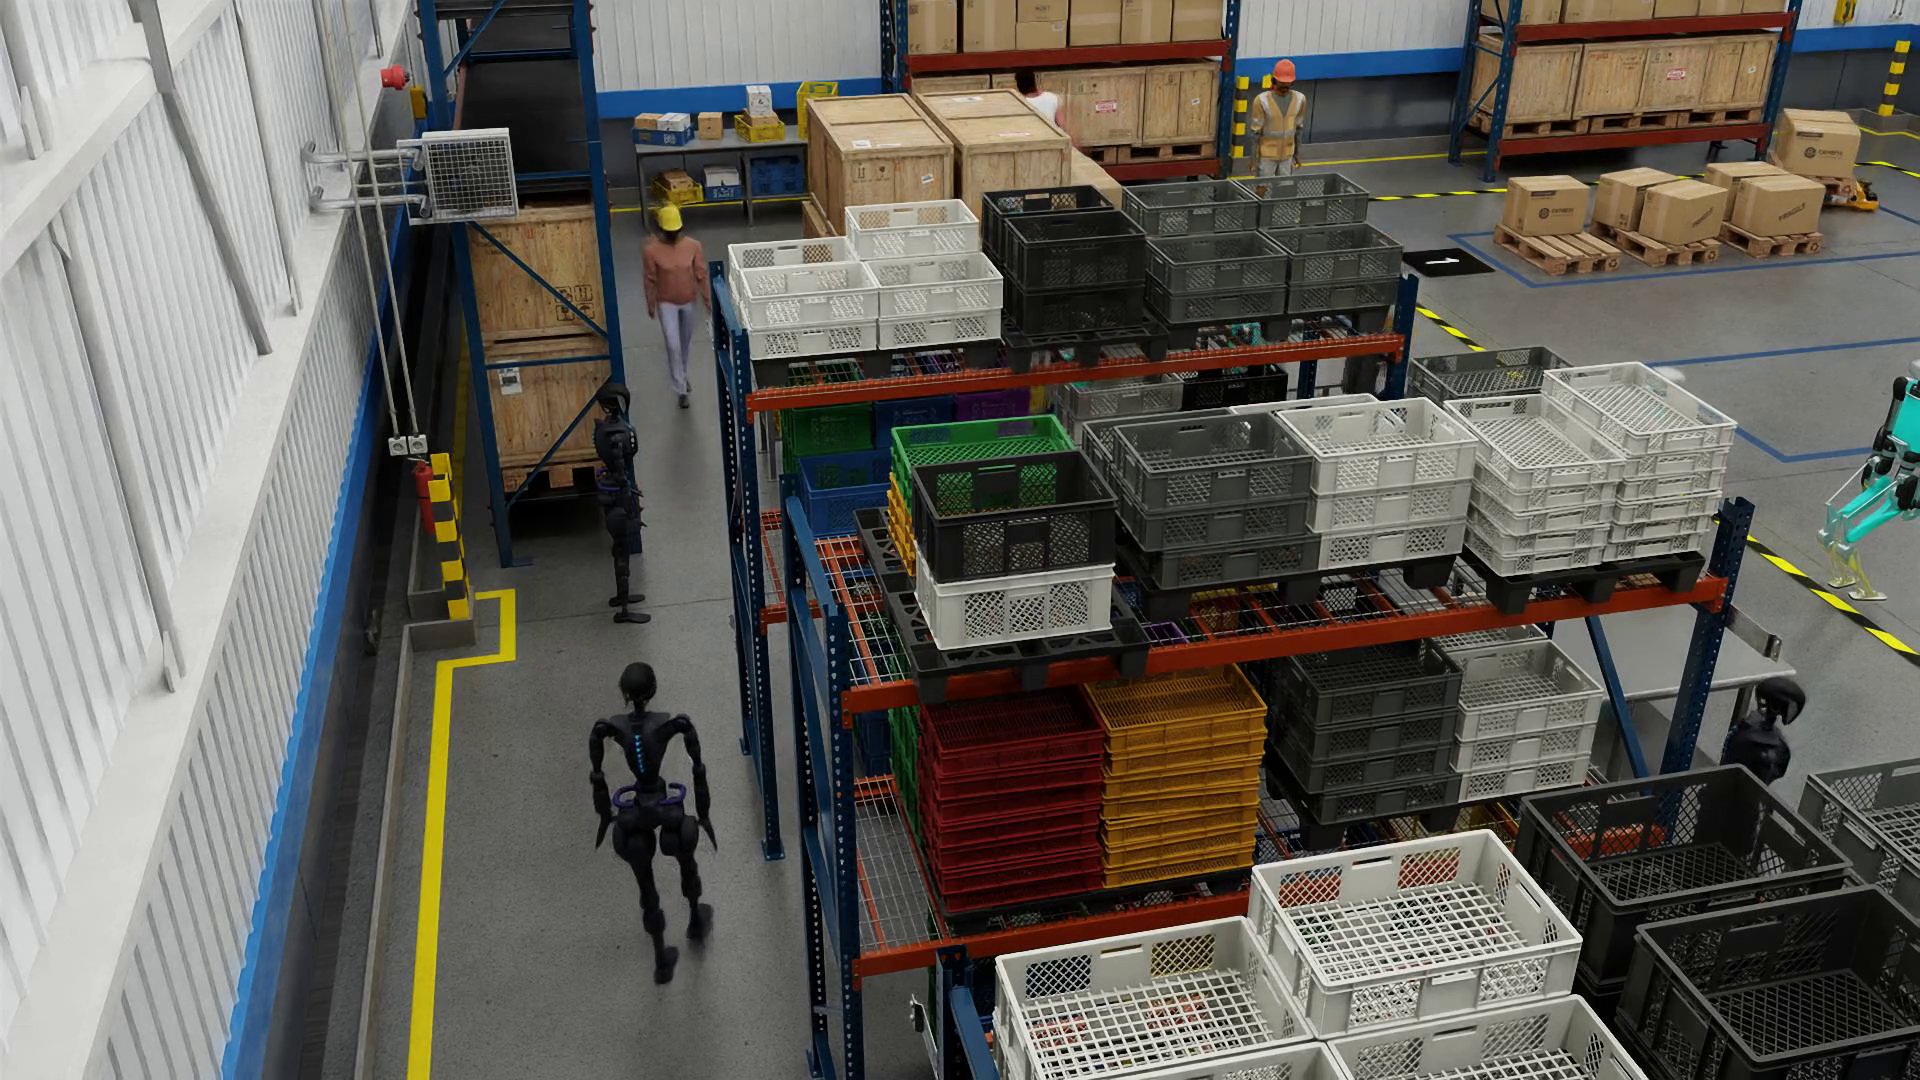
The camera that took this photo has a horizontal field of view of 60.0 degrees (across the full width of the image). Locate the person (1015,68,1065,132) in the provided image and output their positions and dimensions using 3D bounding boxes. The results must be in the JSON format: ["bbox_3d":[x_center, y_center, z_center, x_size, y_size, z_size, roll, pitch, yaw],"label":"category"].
[{"bbox_3d":[0.915,-4.279,18.450,0.751,1.870,0.412,-13,30,-23],"label":"person"}]

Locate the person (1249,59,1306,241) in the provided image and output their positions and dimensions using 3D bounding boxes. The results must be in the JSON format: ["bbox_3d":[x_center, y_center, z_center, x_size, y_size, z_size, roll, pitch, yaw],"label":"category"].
[{"bbox_3d":[3.452,-4.203,18.122,0.613,2.039,0.386,-6,28,-12],"label":"person"}]

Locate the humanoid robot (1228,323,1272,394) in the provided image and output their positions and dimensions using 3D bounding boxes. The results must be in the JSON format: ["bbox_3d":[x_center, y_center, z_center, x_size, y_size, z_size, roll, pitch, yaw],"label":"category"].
[{"bbox_3d":[2.395,-1.011,12.429,0.913,1.808,0.551,1,28,3],"label":"humanoid robot"}]

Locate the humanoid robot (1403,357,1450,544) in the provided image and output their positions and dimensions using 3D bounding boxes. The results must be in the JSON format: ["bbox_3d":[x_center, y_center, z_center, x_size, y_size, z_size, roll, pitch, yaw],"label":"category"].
[{"bbox_3d":[3.156,-0.532,11.549,0.587,1.645,0.411,3,28,6],"label":"humanoid robot"}]

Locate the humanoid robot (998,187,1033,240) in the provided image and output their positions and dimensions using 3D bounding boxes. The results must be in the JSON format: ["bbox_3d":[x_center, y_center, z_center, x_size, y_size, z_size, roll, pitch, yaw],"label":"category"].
[{"bbox_3d":[0.229,-2.121,14.608,0.783,1.888,0.544,-12,30,-22],"label":"humanoid robot"}]

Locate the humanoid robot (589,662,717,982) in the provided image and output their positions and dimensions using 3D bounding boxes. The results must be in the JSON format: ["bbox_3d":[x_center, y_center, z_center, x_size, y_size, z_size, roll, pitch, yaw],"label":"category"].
[{"bbox_3d":[-1.479,1.333,8.020,0.592,1.641,0.541,-1,28,-2],"label":"humanoid robot"}]

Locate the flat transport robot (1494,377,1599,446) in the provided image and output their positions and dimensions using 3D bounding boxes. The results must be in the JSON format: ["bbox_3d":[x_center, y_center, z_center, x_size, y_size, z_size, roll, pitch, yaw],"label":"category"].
[{"bbox_3d":[4.780,-1.036,14.013,0.659,0.231,1.431,-6,28,-12],"label":"flat transport robot"}]

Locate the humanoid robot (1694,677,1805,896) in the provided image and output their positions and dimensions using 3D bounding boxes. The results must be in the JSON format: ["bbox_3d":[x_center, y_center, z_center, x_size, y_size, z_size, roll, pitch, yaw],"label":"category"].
[{"bbox_3d":[3.624,1.360,7.961,0.462,1.647,0.597,9,29,16],"label":"humanoid robot"}]

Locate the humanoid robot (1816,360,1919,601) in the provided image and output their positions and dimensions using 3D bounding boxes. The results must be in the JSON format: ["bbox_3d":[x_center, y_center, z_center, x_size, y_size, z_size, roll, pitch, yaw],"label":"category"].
[{"bbox_3d":[6.067,-0.380,11.052,0.735,1.674,0.533,-6,28,-12],"label":"humanoid robot"}]

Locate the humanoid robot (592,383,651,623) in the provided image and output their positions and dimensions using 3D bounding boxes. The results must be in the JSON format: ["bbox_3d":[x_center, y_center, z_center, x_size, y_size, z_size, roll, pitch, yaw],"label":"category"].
[{"bbox_3d":[-2.245,-0.265,11.023,0.315,1.657,0.599,-6,28,-12],"label":"humanoid robot"}]

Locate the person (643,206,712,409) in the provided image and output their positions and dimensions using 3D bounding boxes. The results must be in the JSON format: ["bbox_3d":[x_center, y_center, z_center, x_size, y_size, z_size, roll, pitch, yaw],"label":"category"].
[{"bbox_3d":[-2.391,-2.006,14.278,0.539,1.725,0.866,-12,30,-22],"label":"person"}]

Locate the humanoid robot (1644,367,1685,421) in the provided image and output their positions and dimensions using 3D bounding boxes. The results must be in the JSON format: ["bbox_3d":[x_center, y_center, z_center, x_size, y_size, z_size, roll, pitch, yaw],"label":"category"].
[{"bbox_3d":[4.298,-0.319,10.933,0.735,1.676,0.533,-6,28,-12],"label":"humanoid robot"}]

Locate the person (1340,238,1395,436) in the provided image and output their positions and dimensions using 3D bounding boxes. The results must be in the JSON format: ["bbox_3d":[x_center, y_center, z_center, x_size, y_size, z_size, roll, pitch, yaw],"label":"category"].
[{"bbox_3d":[3.312,-1.559,13.339,0.593,1.826,0.546,-15,31,-26],"label":"person"}]

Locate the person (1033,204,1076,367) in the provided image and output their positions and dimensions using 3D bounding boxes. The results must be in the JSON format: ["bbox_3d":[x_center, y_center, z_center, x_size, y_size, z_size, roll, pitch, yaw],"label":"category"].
[{"bbox_3d":[0.796,-1.942,14.073,0.735,1.814,0.617,-4,28,-8],"label":"person"}]

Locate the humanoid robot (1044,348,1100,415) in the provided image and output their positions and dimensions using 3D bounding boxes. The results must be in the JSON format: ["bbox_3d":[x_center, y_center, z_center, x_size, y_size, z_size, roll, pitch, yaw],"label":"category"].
[{"bbox_3d":[0.563,-0.488,11.454,0.902,1.816,0.546,-21,34,-35],"label":"humanoid robot"}]

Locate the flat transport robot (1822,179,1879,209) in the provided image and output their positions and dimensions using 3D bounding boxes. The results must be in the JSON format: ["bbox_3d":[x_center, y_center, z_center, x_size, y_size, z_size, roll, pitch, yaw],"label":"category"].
[{"bbox_3d":[10.225,-4.218,20.019,1.431,0.197,0.652,7,29,14],"label":"flat transport robot"}]

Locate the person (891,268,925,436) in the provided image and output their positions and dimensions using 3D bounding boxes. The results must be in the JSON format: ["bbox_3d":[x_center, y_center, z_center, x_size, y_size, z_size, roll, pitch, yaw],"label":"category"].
[{"bbox_3d":[-0.377,-1.247,12.696,0.309,1.868,0.529,-6,28,-12],"label":"person"}]
